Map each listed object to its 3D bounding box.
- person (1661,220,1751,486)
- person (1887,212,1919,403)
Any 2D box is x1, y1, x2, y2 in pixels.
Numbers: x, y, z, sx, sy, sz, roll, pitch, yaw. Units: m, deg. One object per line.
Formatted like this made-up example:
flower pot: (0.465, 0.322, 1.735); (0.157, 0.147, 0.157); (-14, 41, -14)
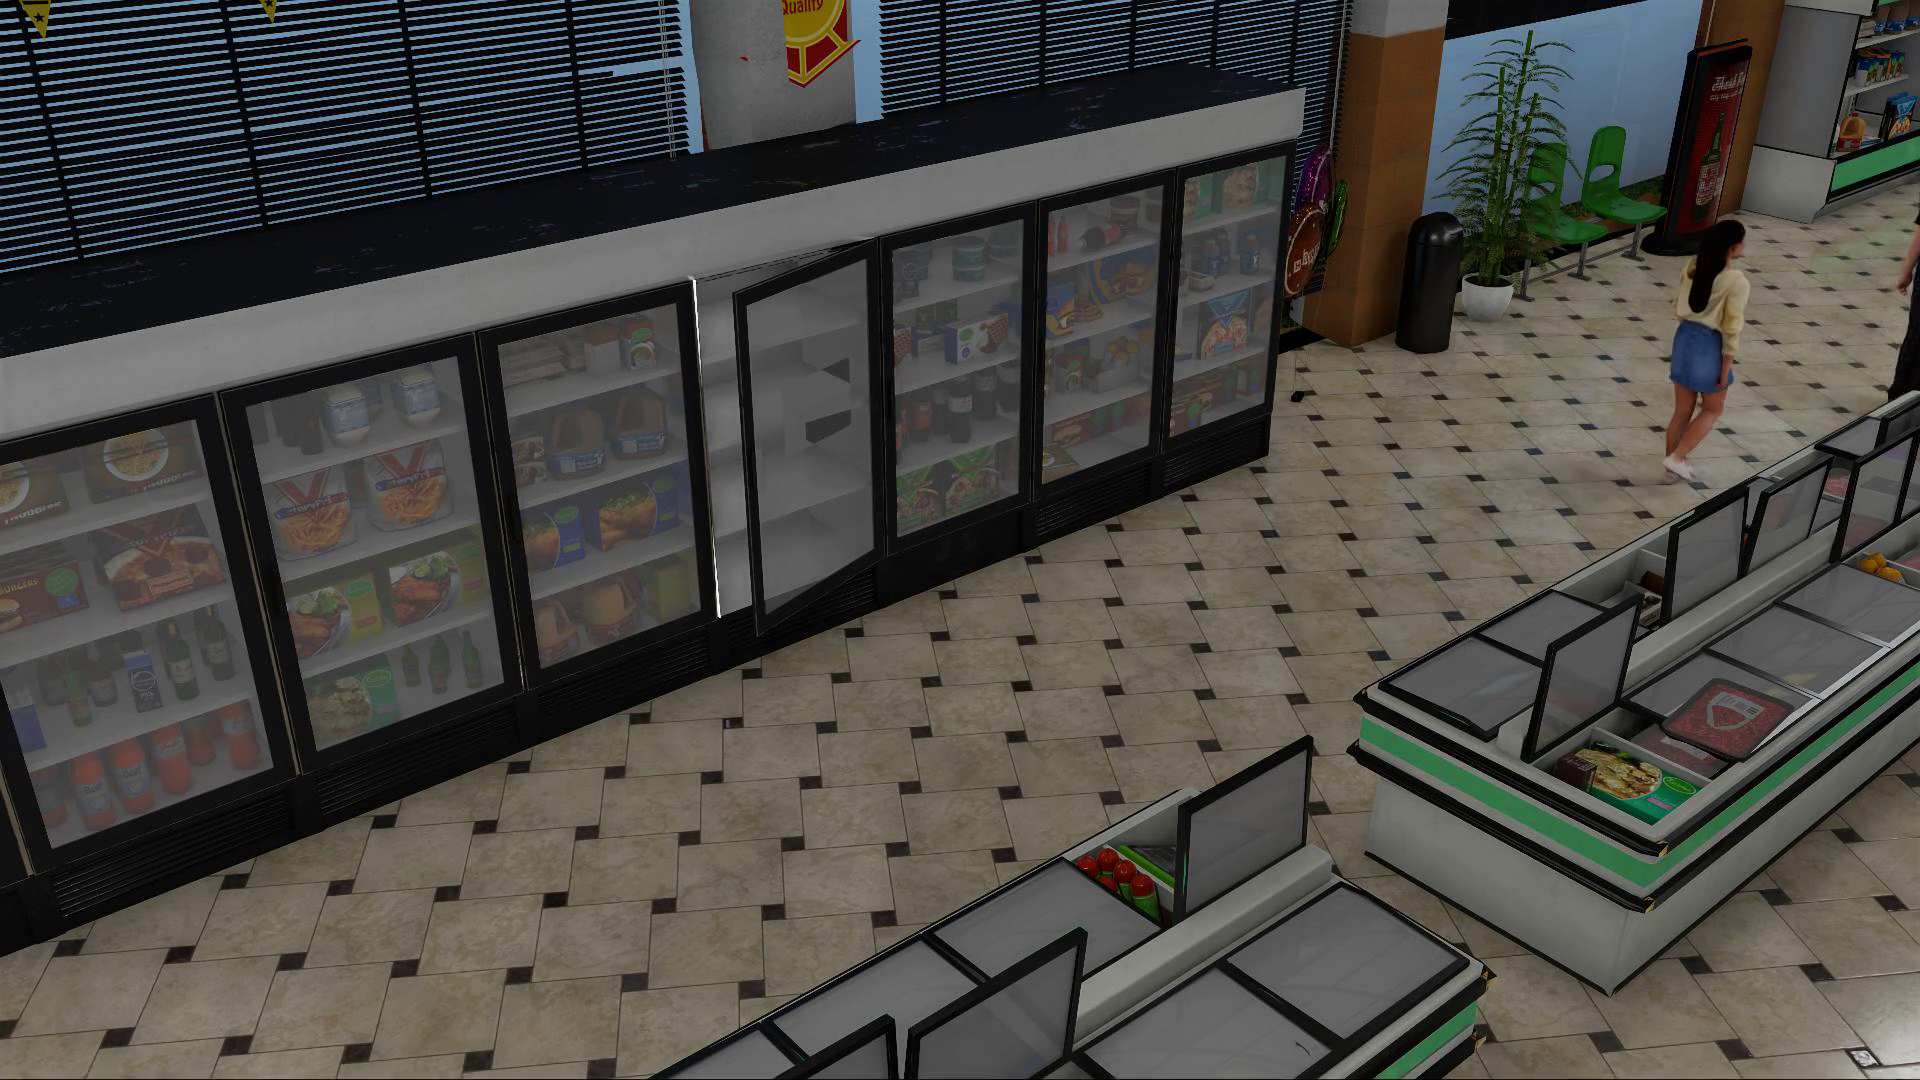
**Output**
person: (4.290, -1.063, 9.773); (0.687, 1.620, 0.666); (-15, 31, -27)
person: (6.207, -1.579, 10.532); (0.724, 1.853, 0.704); (-23, 35, -38)
